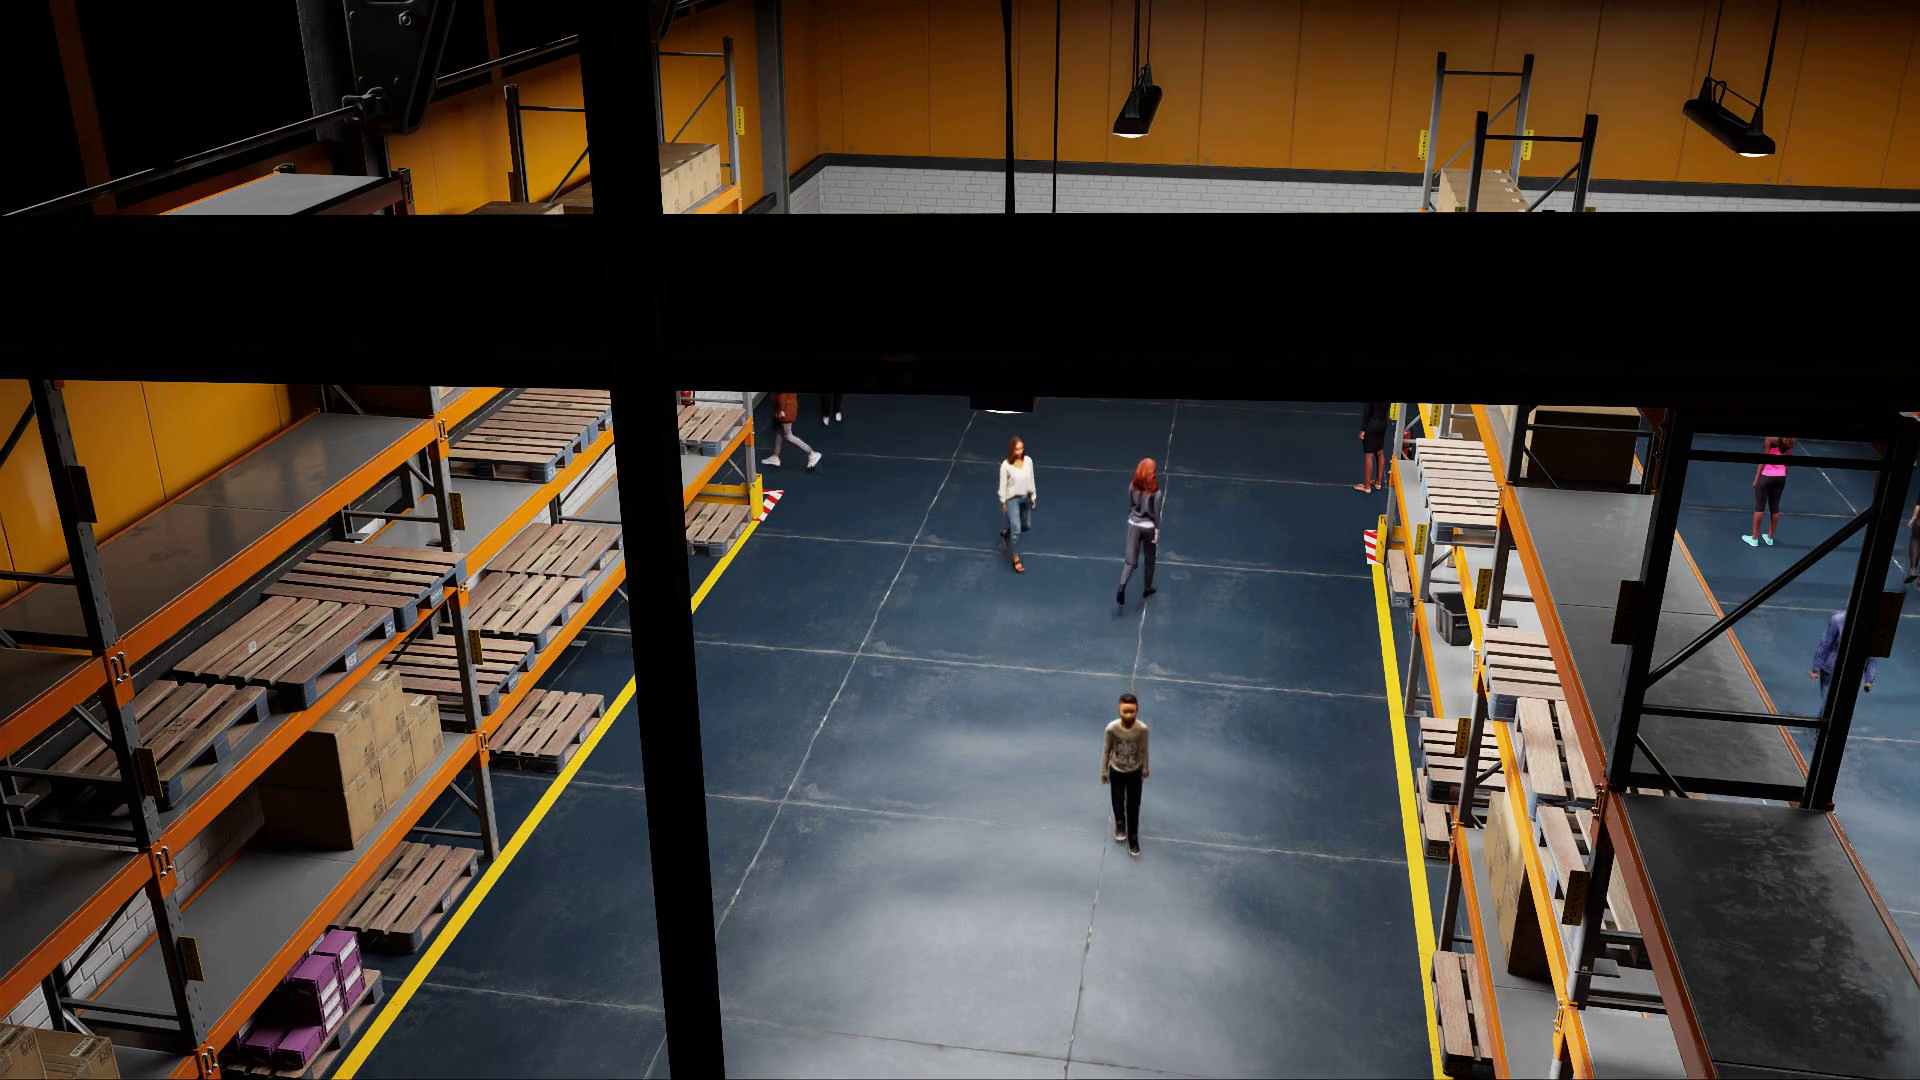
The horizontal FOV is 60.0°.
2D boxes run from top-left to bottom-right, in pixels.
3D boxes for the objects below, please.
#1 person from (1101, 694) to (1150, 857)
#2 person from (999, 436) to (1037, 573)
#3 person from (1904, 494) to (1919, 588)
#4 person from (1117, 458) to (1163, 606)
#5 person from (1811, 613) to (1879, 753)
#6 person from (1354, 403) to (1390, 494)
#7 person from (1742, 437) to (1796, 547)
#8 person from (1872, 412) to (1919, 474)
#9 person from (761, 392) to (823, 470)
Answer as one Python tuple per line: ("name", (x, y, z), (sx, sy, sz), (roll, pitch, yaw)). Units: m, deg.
("person", (1.453, 1.975, 14.605), (0.624, 1.451, 0.770), (2, 24, 4))
("person", (0.656, -0.475, 19.943), (0.900, 1.665, 0.983), (-12, 27, -26))
("person", (11.272, -0.181, 19.313), (0.740, 1.631, 0.831), (14, 27, 28))
("person", (2.029, -0.065, 18.893), (0.808, 1.755, 1.085), (13, 27, 28))
("person", (8.463, 1.220, 15.988), (0.672, 1.727, 0.645), (4, 24, 9))
("person", (5.523, -1.479, 22.174), (0.678, 1.719, 0.726), (-14, 27, -29))
("person", (10.011, -0.758, 20.519), (0.629, 1.723, 0.628), (-2, 24, -5))
("person", (12.896, -1.812, 22.731), (0.952, 1.881, 0.891), (-14, 27, -28))
("person", (-2.326, -1.809, 22.816), (0.826, 1.809, 1.074), (2, 24, 5))
